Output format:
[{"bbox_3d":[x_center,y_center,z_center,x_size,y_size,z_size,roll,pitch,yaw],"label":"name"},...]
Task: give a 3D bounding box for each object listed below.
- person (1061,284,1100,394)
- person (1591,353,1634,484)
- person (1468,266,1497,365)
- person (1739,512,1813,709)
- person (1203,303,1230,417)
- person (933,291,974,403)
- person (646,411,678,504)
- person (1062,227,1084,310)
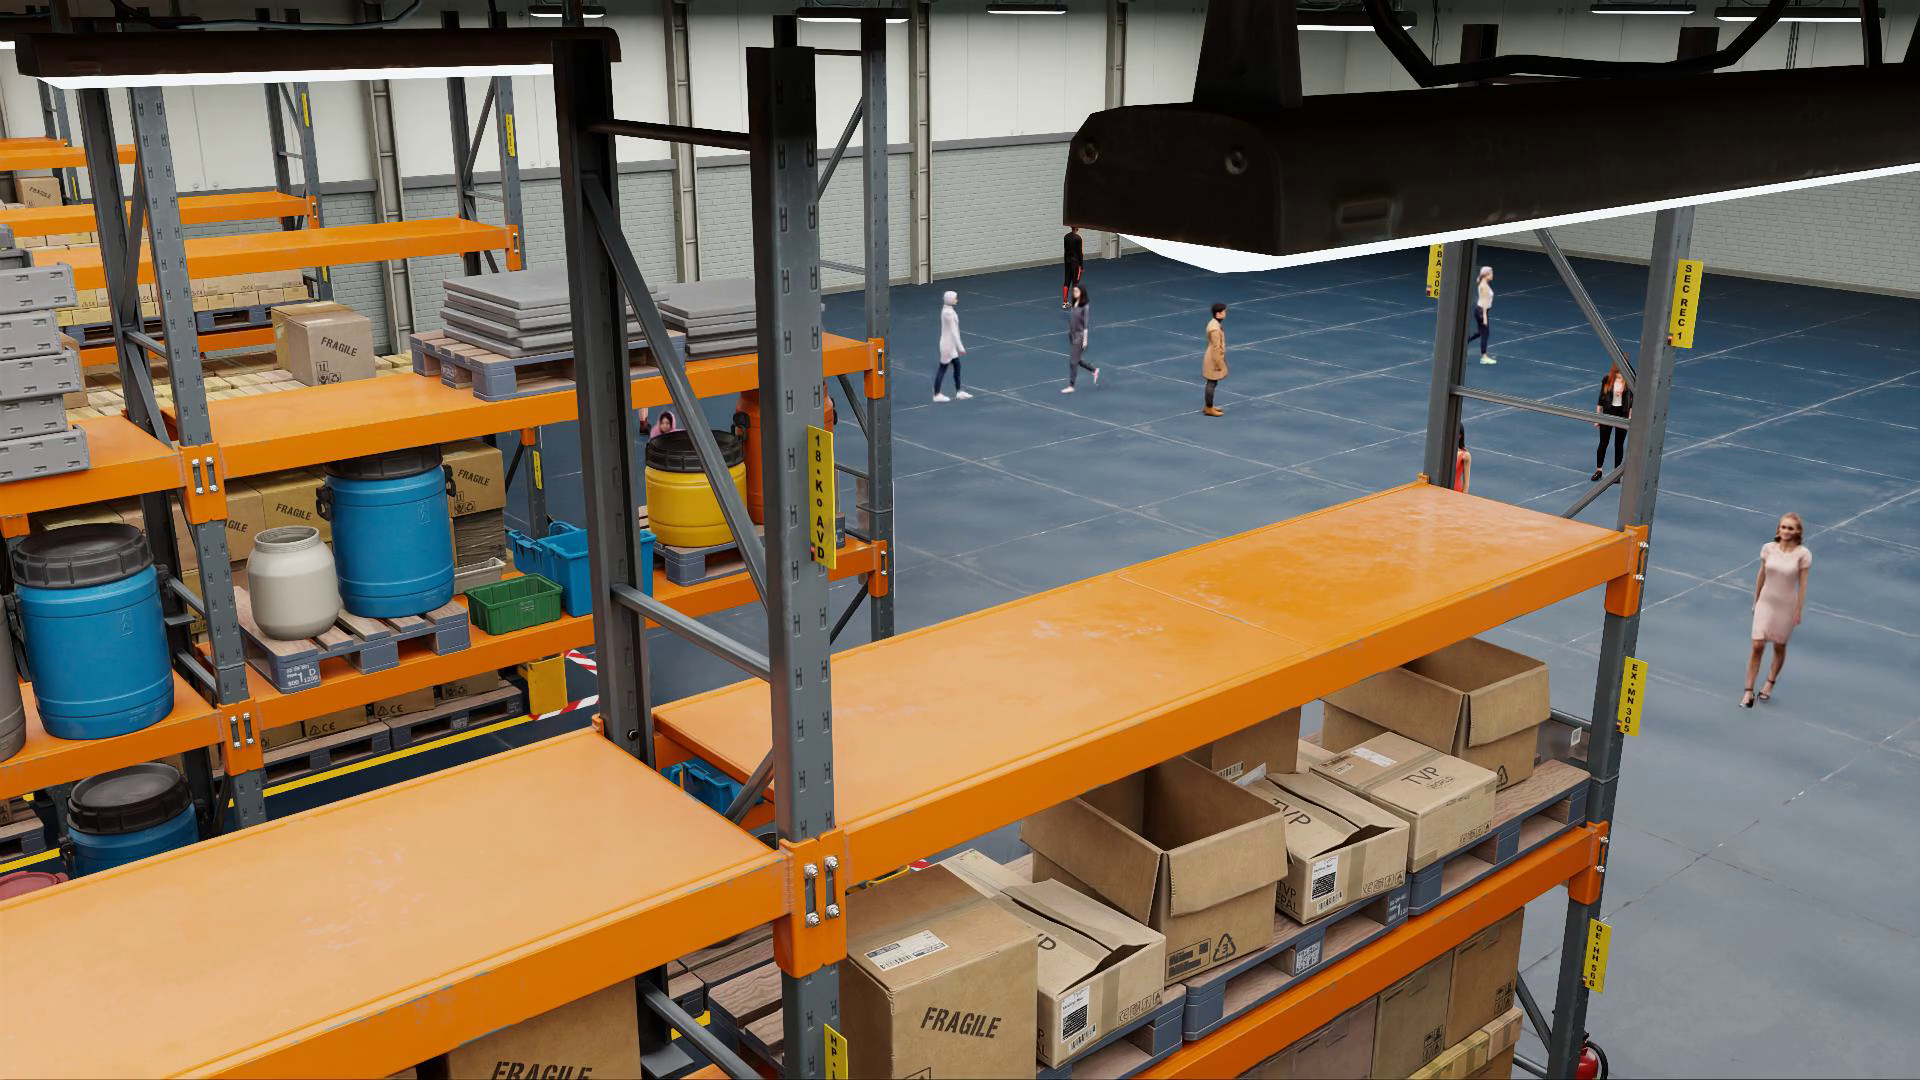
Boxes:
[{"bbox_3d":[1.985,-3.255,26.862,1.059,1.738,0.719,-10,21,-28],"label":"person"},{"bbox_3d":[8.626,-1.620,21.887,0.682,1.710,0.666,8,20,23],"label":"person"},{"bbox_3d":[9.021,-3.914,28.959,0.982,1.693,0.969,4,18,12],"label":"person"},{"bbox_3d":[7.349,0.609,14.892,0.713,1.803,0.977,14,23,37],"label":"person"},{"bbox_3d":[3.867,-2.780,25.421,0.831,1.728,0.773,1,18,3],"label":"person"},{"bbox_3d":[-0.278,-3.012,26.092,0.977,1.753,0.901,0,18,-1],"label":"person"},{"bbox_3d":[-3.376,-0.742,19.321,1.075,1.630,1.054,-1,18,-5],"label":"person"},{"bbox_3d":[2.317,-5.663,34.146,0.647,1.807,0.587,14,23,37],"label":"person"}]
